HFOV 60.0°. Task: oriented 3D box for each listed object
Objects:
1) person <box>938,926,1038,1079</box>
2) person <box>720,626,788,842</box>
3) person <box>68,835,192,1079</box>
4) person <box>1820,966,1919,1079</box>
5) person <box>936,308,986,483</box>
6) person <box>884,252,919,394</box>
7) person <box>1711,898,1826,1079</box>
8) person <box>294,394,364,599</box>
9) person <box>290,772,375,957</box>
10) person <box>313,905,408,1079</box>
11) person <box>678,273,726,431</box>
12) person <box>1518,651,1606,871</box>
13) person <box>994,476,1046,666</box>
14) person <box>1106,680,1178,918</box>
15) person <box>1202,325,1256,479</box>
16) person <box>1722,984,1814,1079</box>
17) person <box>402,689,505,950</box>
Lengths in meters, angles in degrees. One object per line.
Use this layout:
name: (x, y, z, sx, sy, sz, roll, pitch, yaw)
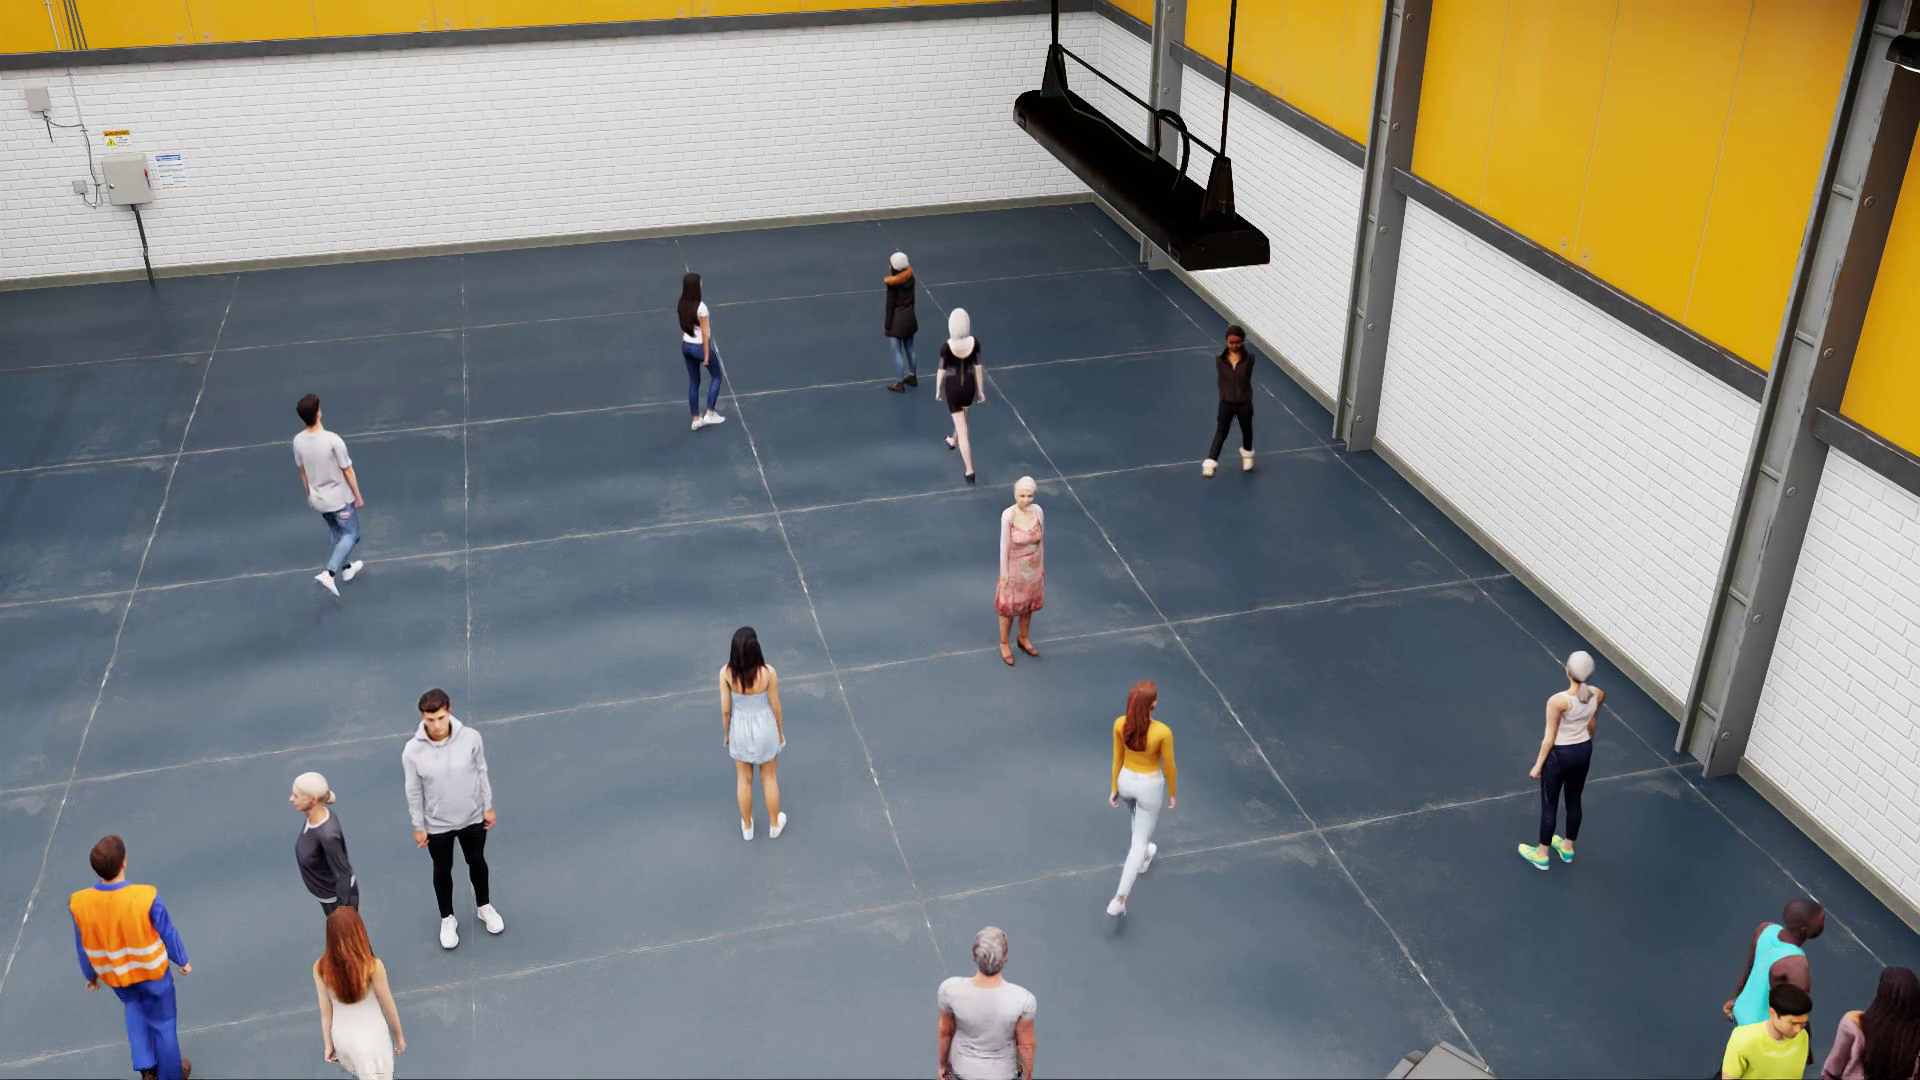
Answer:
person: (0.131, 2.896, 8.904, 0.962, 1.809, 1.137, 6, 29, 10)
person: (-1.472, 1.367, 11.791, 0.628, 1.729, 0.586, -2, 29, -3)
person: (-4.747, 2.530, 9.530, 0.755, 1.853, 0.734, -3, 29, -6)
person: (4.770, 3.010, 8.715, 0.914, 1.790, 0.981, 13, 31, 23)
person: (0.036, -1.433, 16.867, 0.700, 1.784, 1.176, -10, 30, -18)
person: (-0.664, -2.487, 18.959, 0.767, 1.631, 0.729, 21, 35, 33)
person: (4.355, 2.722, 9.263, 0.880, 1.771, 1.159, 0, 29, 0)
person: (-5.641, -0.365, 14.823, 0.993, 1.867, 1.146, 7, 29, 13)
person: (-3.892, 2.152, 10.356, 0.717, 1.726, 0.556, -16, 33, -27)
person: (-3.339, 2.822, 9.178, 0.822, 1.678, 1.139, 2, 29, 4)
person: (-2.890, -2.001, 17.929, 0.710, 1.763, 0.777, 18, 33, 29)
person: (4.202, 1.525, 11.529, 0.613, 1.702, 0.542, -9, 30, -16)
person: (0.502, 0.229, 13.918, 0.648, 1.691, 0.656, -16, 32, -26)
person: (1.180, 1.741, 11.122, 1.091, 1.714, 1.219, 13, 31, 22)
person: (2.841, -1.410, 17.003, 1.146, 1.613, 0.994, -5, 29, -9)
person: (4.197, 3.002, 8.815, 0.618, 1.708, 0.503, -7, 29, -13)
person: (-3.306, 1.775, 10.836, 0.728, 1.929, 0.650, -15, 32, -25)
